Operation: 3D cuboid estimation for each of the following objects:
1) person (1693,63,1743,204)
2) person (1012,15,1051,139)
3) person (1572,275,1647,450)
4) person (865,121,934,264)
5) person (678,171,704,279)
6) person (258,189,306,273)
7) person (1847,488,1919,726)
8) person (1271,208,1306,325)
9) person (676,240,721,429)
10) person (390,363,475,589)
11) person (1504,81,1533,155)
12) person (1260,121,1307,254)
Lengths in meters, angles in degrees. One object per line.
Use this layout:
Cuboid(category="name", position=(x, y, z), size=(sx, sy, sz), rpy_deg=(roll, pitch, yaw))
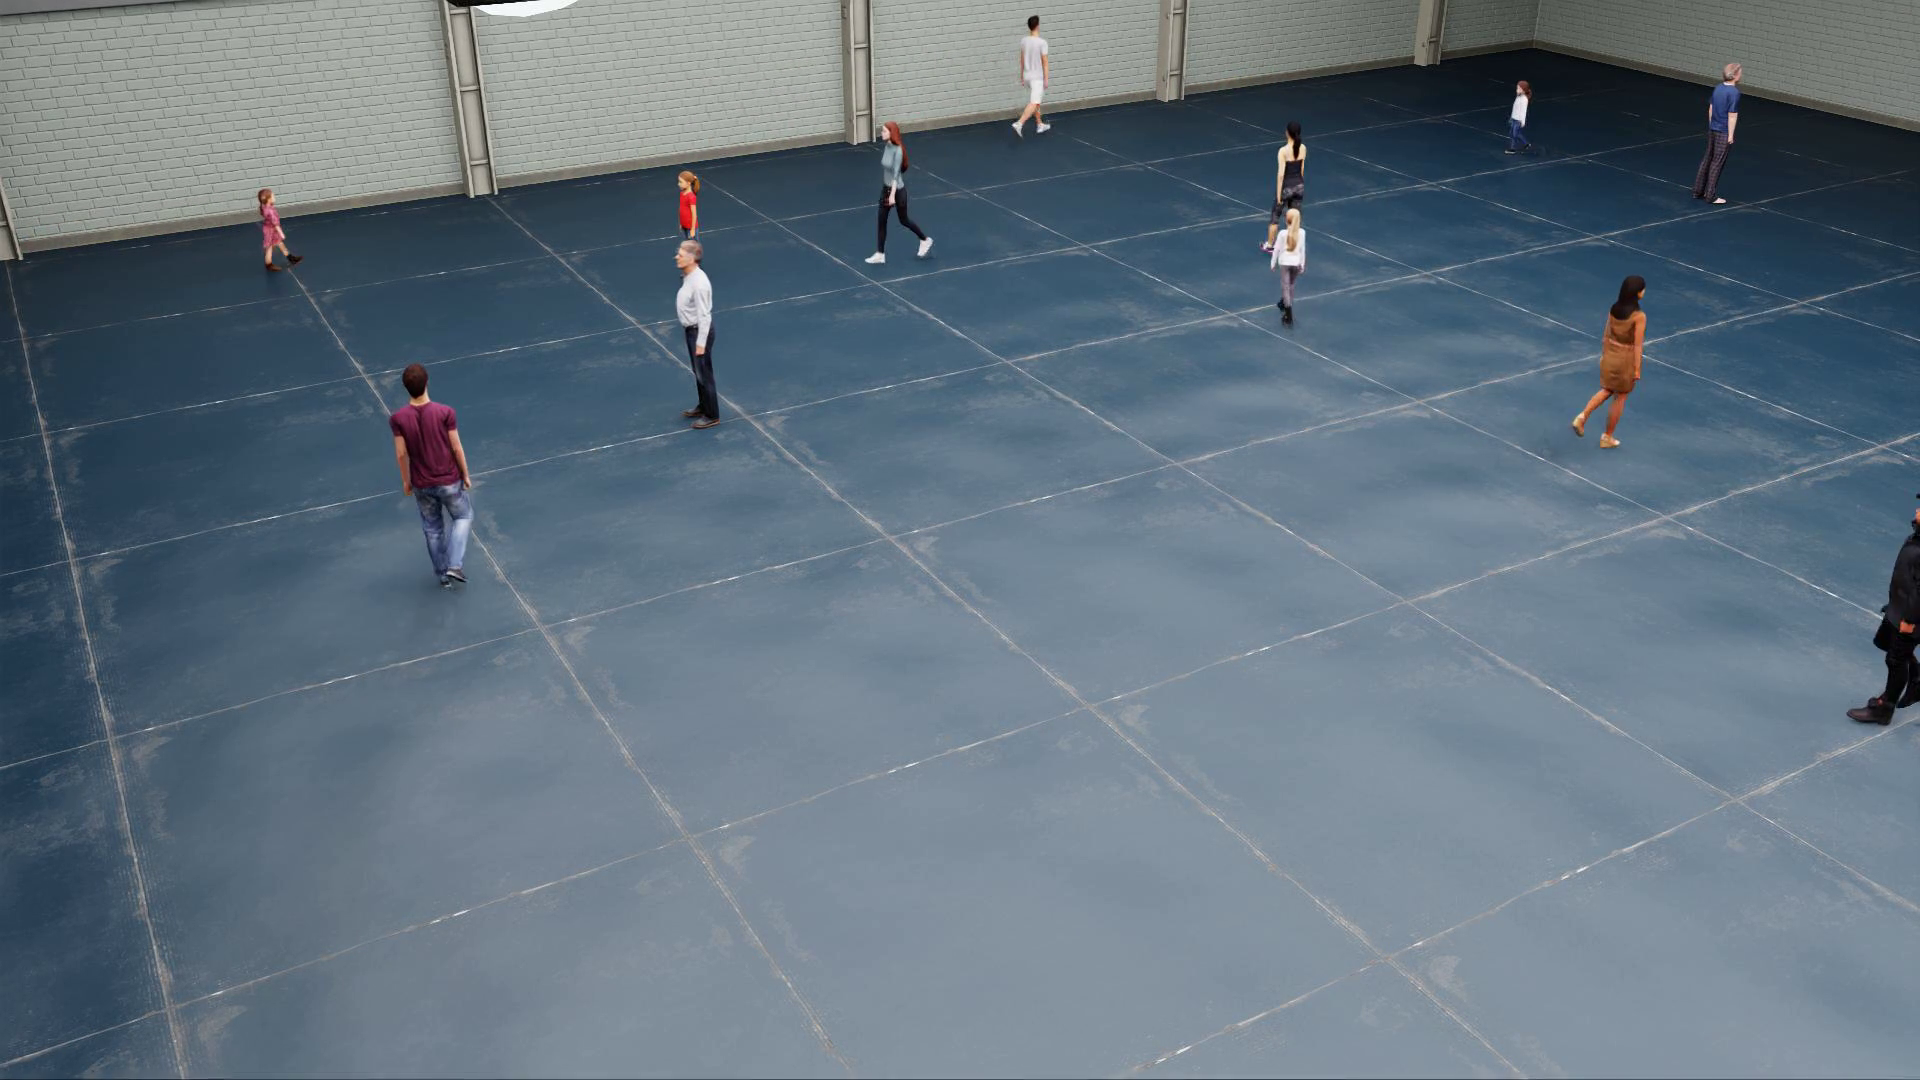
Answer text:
Cuboid(category="person", position=(10.397, -5.569, 22.731), size=(0.650, 1.871, 0.721), rpy_deg=(-5, 28, -10))
Cuboid(category="person", position=(1.102, -7.194, 25.934), size=(1.256, 1.827, 0.886), rpy_deg=(-24, 36, -39))
Cuboid(category="person", position=(5.977, -1.595, 15.226), size=(0.792, 1.676, 0.634), rpy_deg=(-10, 29, -18))
Cuboid(category="person", position=(-0.728, -4.218, 20.277), size=(1.107, 1.716, 0.575), rpy_deg=(-14, 30, -25))
Cuboid(category="person", position=(-3.209, -3.743, 19.797), size=(0.508, 1.311, 0.492), rpy_deg=(-17, 32, -30))
Cuboid(category="person", position=(-8.367, -3.723, 20.093), size=(0.710, 1.004, 0.469), rpy_deg=(-18, 32, -31))
Cuboid(category="person", position=(6.464, 0.460, 11.137), size=(0.937, 1.766, 0.873), rpy_deg=(6, 28, 11))
Cuboid(category="person", position=(3.668, -3.011, 18.448), size=(0.909, 1.244, 0.778), rpy_deg=(-4, 28, -8))
Cuboid(category="person", position=(-2.483, -1.968, 15.793), size=(0.626, 1.820, 0.692), rpy_deg=(-9, 29, -16))
Cuboid(category="person", position=(-4.046, -0.438, 12.800), size=(0.784, 1.839, 0.868), rpy_deg=(-4, 27, -7))
Cuboid(category="person", position=(8.506, -6.384, 25.153), size=(0.659, 1.103, 0.576), rpy_deg=(-1, 27, -3))
Cuboid(category="person", position=(4.064, -4.193, 20.243), size=(0.969, 1.701, 0.772), rpy_deg=(-8, 28, -15))
